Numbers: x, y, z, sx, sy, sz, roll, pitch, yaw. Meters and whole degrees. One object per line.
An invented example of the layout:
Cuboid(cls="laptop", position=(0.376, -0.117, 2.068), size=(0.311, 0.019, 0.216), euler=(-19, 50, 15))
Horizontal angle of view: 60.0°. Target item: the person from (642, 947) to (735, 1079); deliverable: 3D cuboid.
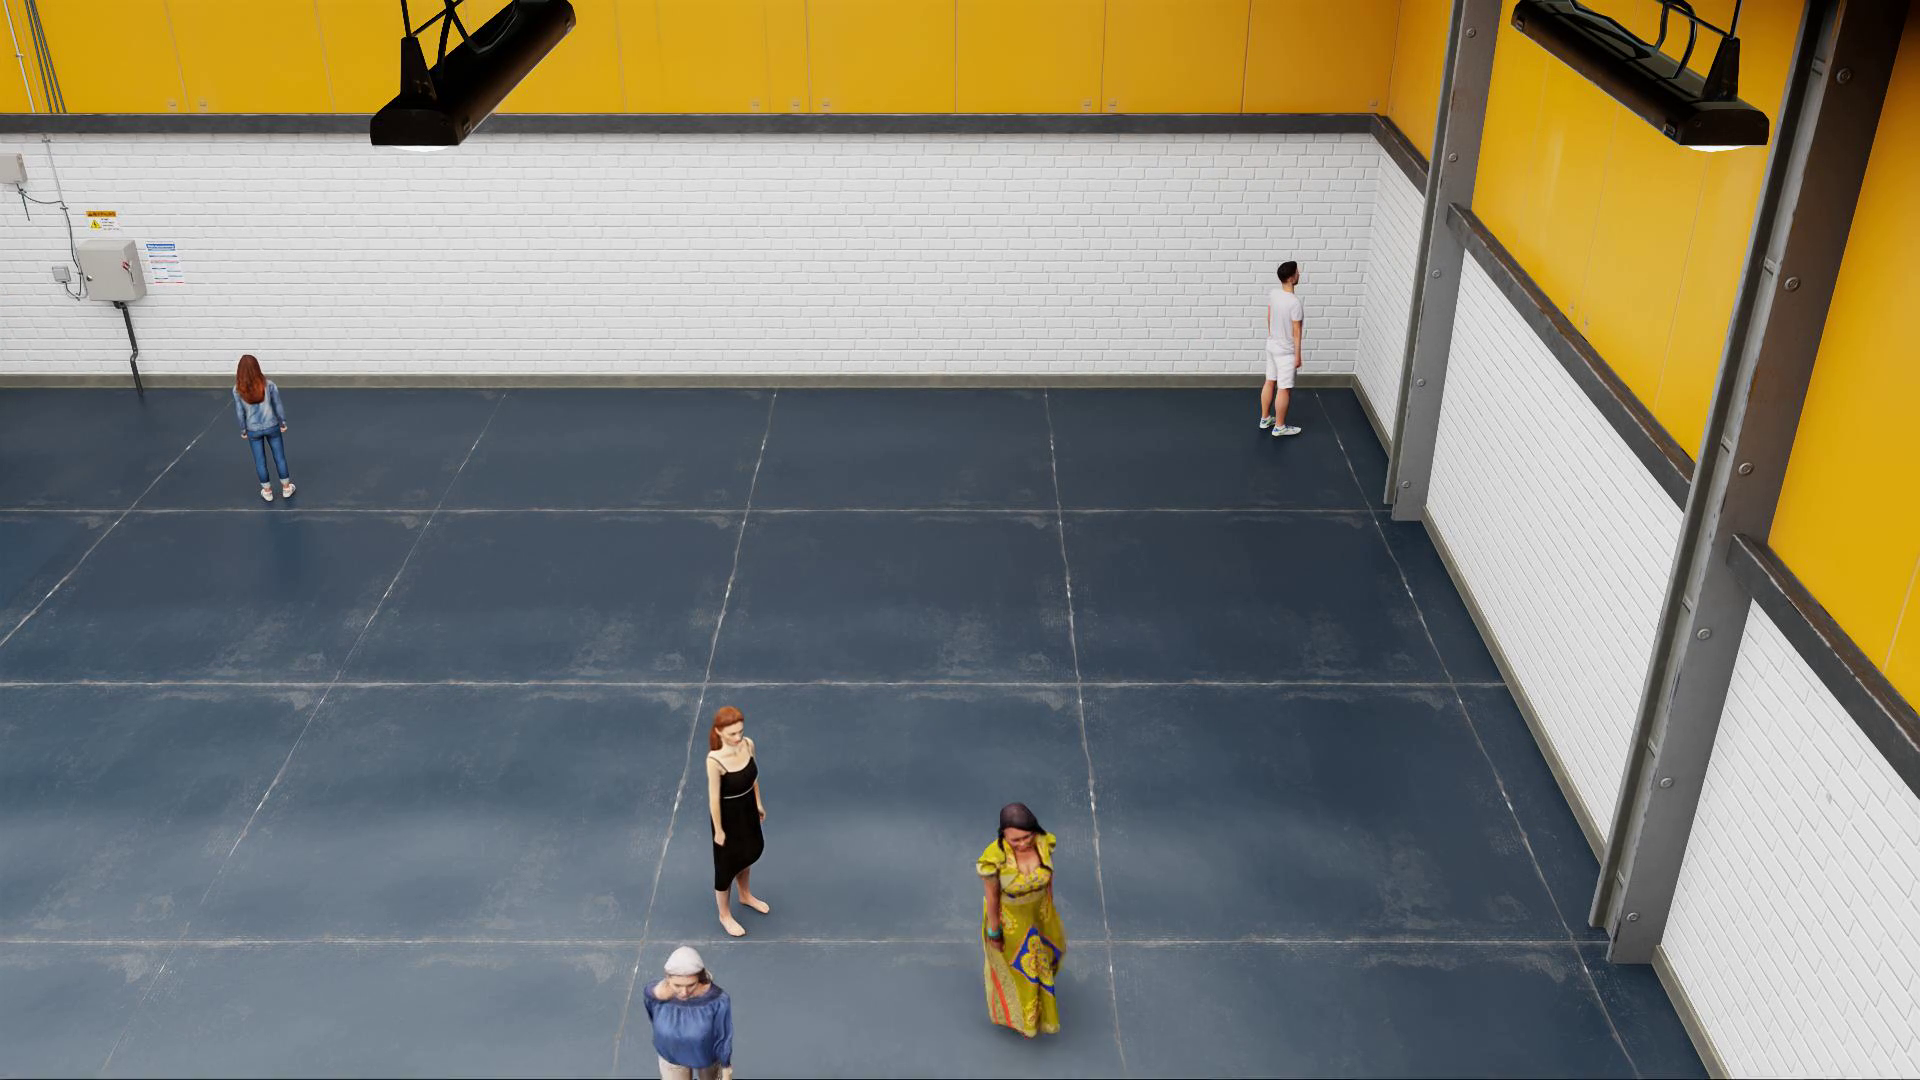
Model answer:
Cuboid(cls="person", position=(-1.423, 2.692, 8.834), size=(0.644, 1.625, 1.175), euler=(1, 29, 1))

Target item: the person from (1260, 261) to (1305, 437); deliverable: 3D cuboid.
Cuboid(cls="person", position=(3.328, -1.986, 17.168), size=(0.823, 1.856, 0.674), euler=(-12, 31, -22))

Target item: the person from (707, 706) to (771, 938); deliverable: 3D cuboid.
Cuboid(cls="person", position=(-1.436, 1.746, 10.566), size=(0.736, 1.626, 0.660), euler=(19, 34, 31))

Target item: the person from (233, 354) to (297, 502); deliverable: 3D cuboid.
Cuboid(cls="person", position=(-6.670, -1.080, 15.904), size=(0.636, 1.476, 0.621), euler=(-11, 31, -20))

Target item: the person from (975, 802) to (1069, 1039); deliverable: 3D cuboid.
Cuboid(cls="person", position=(0.293, 2.168, 9.775), size=(1.096, 1.643, 1.176), euler=(-18, 33, -30))
